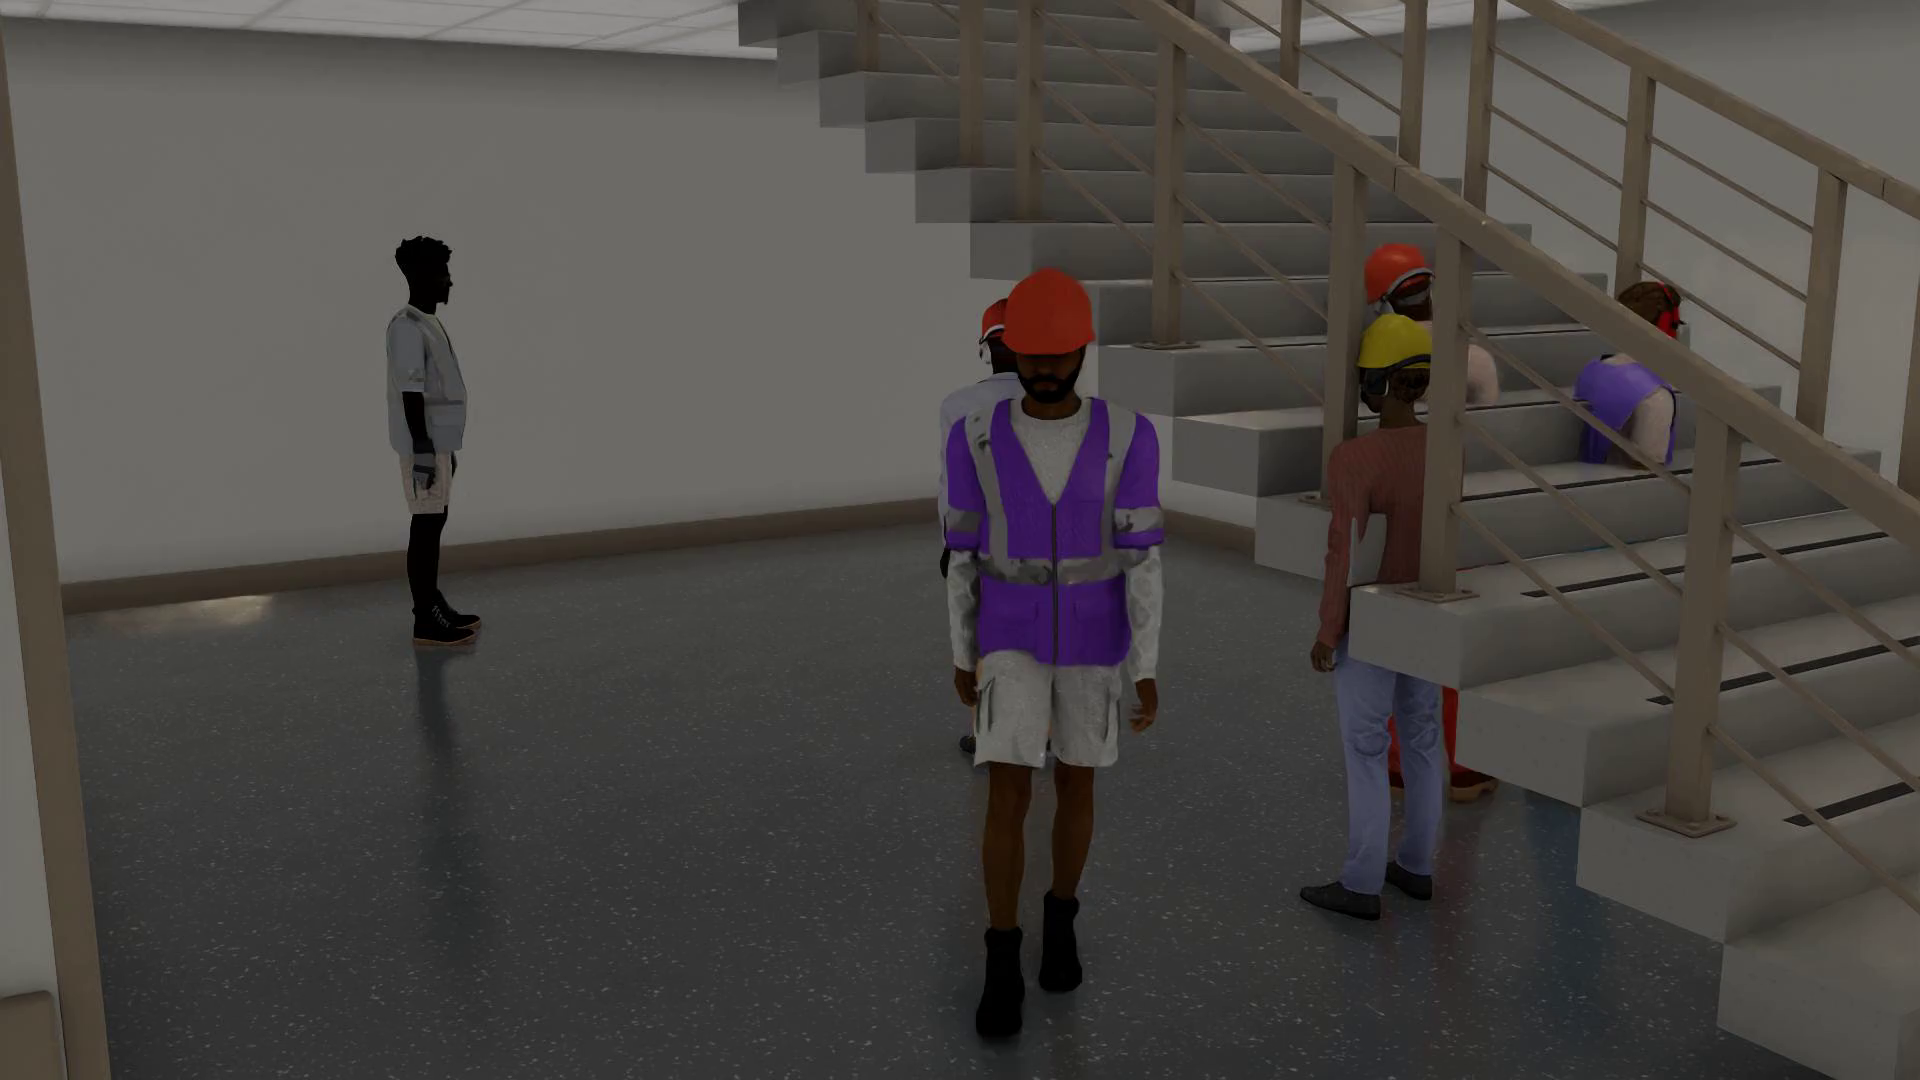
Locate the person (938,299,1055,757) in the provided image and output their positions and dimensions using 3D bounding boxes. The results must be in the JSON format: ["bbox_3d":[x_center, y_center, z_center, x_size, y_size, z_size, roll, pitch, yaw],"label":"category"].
[{"bbox_3d":[0.180,-0.030,6.279,0.564,1.743,0.347,-3,11,-14],"label":"person"}]

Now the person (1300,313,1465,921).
[{"bbox_3d":[1.238,0.229,4.870,0.525,1.769,0.316,-7,13,-34],"label":"person"}]

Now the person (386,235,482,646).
[{"bbox_3d":[-2.558,-0.476,8.039,0.365,1.965,0.608,-2,11,-9],"label":"person"}]

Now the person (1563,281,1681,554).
[{"bbox_3d":[2.264,0.018,5.826,0.432,1.826,0.663,-1,11,-4],"label":"person"}]

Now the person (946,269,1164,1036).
[{"bbox_3d":[0.235,0.290,4.188,0.547,1.907,0.747,0,11,1],"label":"person"}]

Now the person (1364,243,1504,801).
[{"bbox_3d":[1.608,-0.065,5.922,0.659,1.957,0.439,6,12,28],"label":"person"}]
